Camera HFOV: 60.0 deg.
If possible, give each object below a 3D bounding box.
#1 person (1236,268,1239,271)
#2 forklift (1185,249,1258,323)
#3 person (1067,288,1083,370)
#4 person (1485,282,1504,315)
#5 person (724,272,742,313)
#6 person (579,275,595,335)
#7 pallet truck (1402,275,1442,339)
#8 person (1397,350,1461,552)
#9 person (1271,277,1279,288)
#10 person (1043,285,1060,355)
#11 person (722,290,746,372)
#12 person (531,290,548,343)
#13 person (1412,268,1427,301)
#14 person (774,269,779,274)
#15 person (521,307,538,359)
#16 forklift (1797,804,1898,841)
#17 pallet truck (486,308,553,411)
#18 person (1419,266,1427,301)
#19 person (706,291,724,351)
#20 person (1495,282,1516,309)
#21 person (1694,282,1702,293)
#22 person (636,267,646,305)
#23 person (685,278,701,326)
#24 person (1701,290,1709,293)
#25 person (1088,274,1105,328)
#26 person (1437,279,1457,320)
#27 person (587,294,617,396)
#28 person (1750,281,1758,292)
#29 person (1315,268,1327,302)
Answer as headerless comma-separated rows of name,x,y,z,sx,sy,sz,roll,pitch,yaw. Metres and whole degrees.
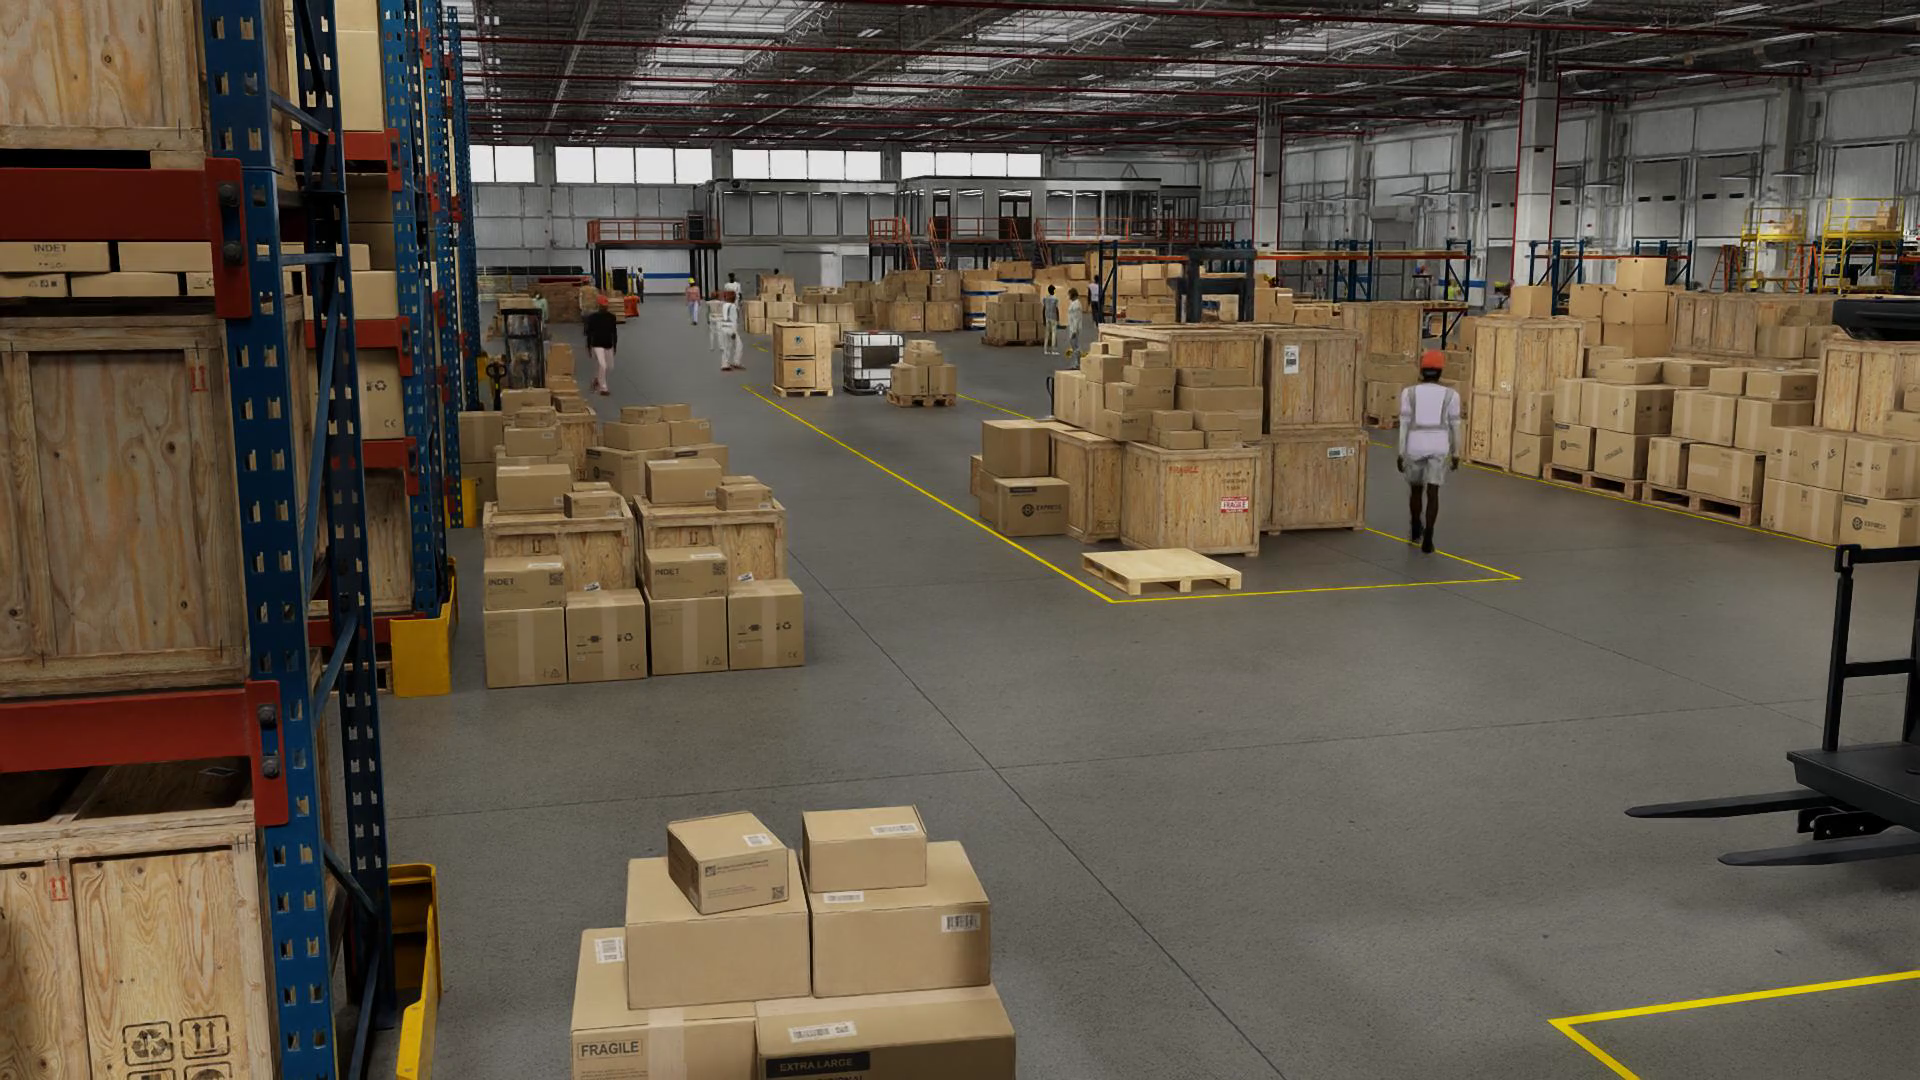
person,13.418,-12.189,79.993,0.997,1.885,0.565,4,11,23
forklift,3.557,-2.591,22.845,1.129,2.768,1.873,-1,10,-5
person,2.605,-4.755,37.769,0.366,1.936,0.630,1,10,5
person,14.966,-6.265,46.504,0.599,1.872,0.981,-2,10,-11
person,-8.106,-8.567,59.324,0.624,1.944,0.609,-1,10,-8
person,-12.097,-7.600,53.912,0.557,1.935,0.401,-7,12,-35
pallet truck,14.620,-7.324,52.145,0.823,1.965,1.885,8,13,40
person,4.478,-0.860,15.884,0.571,1.882,1.009,3,10,17
person,10.208,-7.559,53.840,0.317,1.870,0.523,3,10,14
person,2.426,-5.828,44.073,0.510,1.860,0.333,7,12,33
person,-5.194,-4.796,38.209,0.673,1.858,0.626,-7,12,-33
person,-12.395,-6.561,48.995,0.513,1.587,0.872,4,11,24
person,21.074,-11.533,76.349,0.680,1.881,0.972,3,10,16
person,-8.085,-11.018,73.359,0.635,1.883,0.857,-1,10,-3
person,-8.594,-3.769,32.939,0.654,1.665,0.583,2,10,14
forklift,5.101,0.113,7.533,1.873,2.768,1.129,-3,10,-15
pallet truck,-6.242,-2.418,24.362,0.823,1.965,1.885,1,10,3
person,21.651,-11.799,77.670,0.712,1.953,0.636,0,10,-1
person,-6.751,-6.045,45.924,0.514,1.636,0.315,2,10,12
person,13.049,-5.149,39.709,0.681,2.000,0.688,-3,10,-15
person,20.703,-6.325,46.847,0.618,1.878,1.042,-7,12,-36
person,-15.743,-12.499,81.877,0.516,1.843,0.327,7,12,35
person,-9.706,-8.649,60.455,0.536,1.701,0.957,-1,10,-7
person,20.569,-6.107,46.176,0.543,1.675,0.768,-3,10,-17
person,4.807,-8.394,58.521,0.592,1.893,0.880,0,10,-2
person,15.878,-7.617,54.274,0.649,1.830,0.490,-1,10,-7
person,-6.929,-3.760,32.062,0.650,1.964,0.722,-9,13,-41
person,22.281,-6.327,46.774,0.581,1.904,0.437,4,11,21
person,17.206,-12.064,79.469,0.623,1.835,0.431,10,14,44
